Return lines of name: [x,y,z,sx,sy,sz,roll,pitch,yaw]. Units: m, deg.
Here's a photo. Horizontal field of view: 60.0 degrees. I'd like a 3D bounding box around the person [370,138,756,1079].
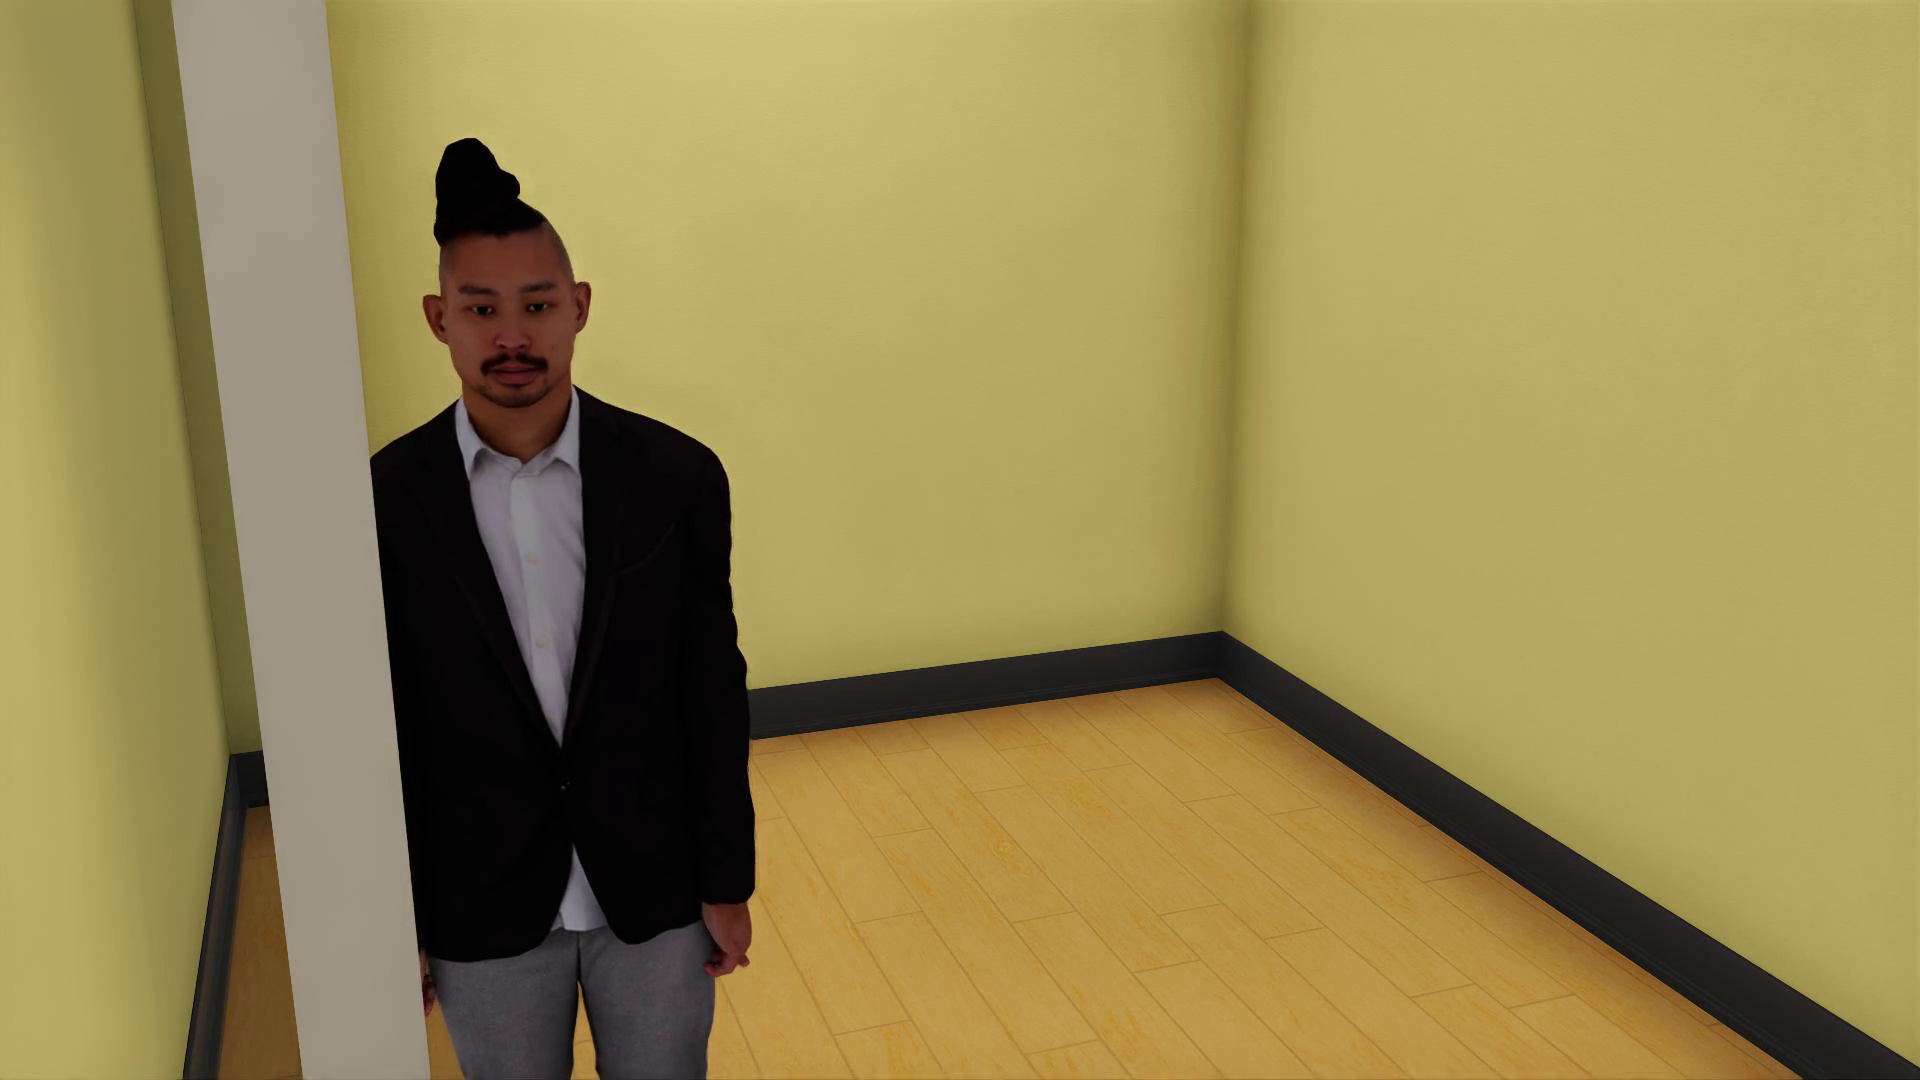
person: [-0.561,0.432,2.342,0.557,1.954,0.775,-4,16,-15]
